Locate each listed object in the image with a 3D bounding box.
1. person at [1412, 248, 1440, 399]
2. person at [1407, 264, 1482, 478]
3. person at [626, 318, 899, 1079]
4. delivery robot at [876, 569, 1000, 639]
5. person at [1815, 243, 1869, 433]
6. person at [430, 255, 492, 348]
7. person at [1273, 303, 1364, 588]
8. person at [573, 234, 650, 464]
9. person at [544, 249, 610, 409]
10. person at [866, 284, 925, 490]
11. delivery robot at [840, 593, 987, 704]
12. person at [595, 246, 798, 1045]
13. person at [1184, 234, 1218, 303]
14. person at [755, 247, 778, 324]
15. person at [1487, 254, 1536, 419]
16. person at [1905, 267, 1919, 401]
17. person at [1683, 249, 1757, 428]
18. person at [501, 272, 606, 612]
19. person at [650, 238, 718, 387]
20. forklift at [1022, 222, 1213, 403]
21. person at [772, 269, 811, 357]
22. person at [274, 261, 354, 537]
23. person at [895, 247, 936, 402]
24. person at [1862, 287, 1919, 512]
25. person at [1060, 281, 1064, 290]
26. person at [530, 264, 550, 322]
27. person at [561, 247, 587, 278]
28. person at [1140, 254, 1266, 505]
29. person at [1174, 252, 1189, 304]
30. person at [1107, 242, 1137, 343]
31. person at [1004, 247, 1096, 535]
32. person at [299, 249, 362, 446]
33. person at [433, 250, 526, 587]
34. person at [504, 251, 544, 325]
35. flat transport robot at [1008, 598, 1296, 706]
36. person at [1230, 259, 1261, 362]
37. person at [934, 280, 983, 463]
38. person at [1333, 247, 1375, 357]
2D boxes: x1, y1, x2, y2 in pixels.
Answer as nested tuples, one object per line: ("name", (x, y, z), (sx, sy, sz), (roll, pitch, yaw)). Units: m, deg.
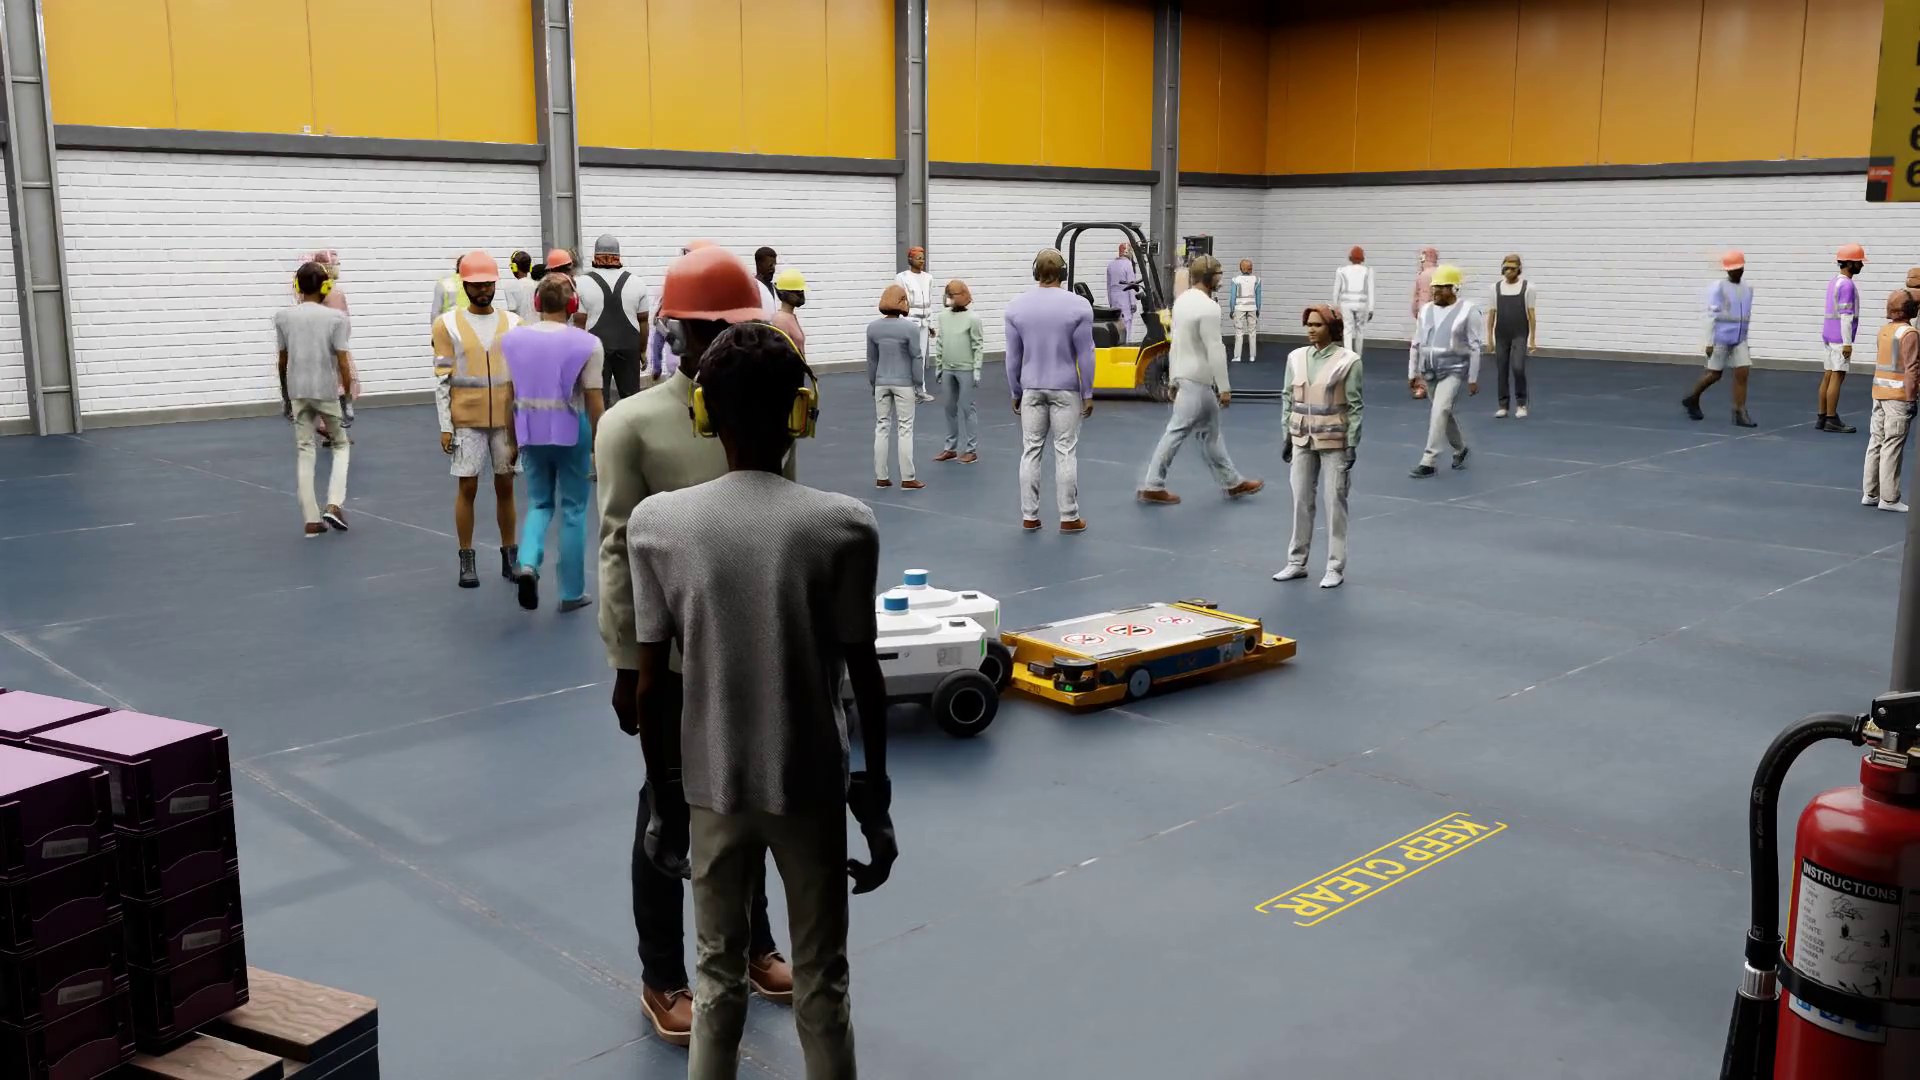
("person", (5.832, -2.708, 20.813), (0.398, 1.875, 0.796), (9, 14, 40))
("person", (4.131, -1.444, 14.124), (0.935, 1.791, 0.595), (-9, 14, -40))
("person", (-0.372, 0.509, 3.247), (0.509, 1.868, 0.328), (1, 10, 4))
("delivery robot", (-0.197, 0.373, 7.310), (0.707, 0.478, 0.477), (-4, 11, -23))
("person", (9.089, -2.074, 17.134), (0.357, 1.938, 0.542), (2, 11, 12))
("person", (-5.476, -2.231, 18.358), (0.677, 1.805, 0.468), (-8, 13, -37))
("person", (2.084, -0.545, 9.609), (0.514, 1.640, 0.315), (10, 15, 44))
("person", (-3.124, -1.703, 14.830), (0.688, 2.000, 0.535), (-4, 11, -22))
("person", (-4.101, -2.119, 17.546), (0.929, 1.873, 0.549), (2, 11, 12))
("person", (-0.510, -1.212, 13.258), (0.500, 1.636, 0.286), (5, 12, 27))
("delivery robot", (-0.262, 0.462, 6.824), (0.707, 0.478, 0.477), (-3, 11, -15))
("person", (-0.623, 0.263, 4.238), (0.392, 1.991, 0.625), (10, 14, 43))
("person", (4.194, -4.294, 28.951), (0.615, 2.043, 0.373), (3, 11, 17))
("person", (-1.903, -1.835, 15.904), (0.399, 1.913, 0.590), (2, 11, 10))
("person", (6.078, -2.232, 18.357), (0.528, 1.816, 0.475), (6, 12, 29))
("person", (11.557, -2.479, 20.173), (0.273, 1.632, 0.507), (9, 13, 39))
("person", (8.173, -2.167, 17.801), (0.564, 1.892, 0.891), (-3, 11, -18))
("person", (-2.157, -0.497, 8.819), (0.594, 1.832, 0.529), (2, 11, 11))
("person", (-2.129, -1.372, 13.146), (0.761, 1.997, 0.558), (4, 11, 20))
("forklift", (1.935, -2.847, 20.651), (2.313, 2.155, 1.214), (2, 11, 13))
("person", (-1.292, -1.177, 12.712), (0.329, 1.767, 0.528), (1, 10, 4))
("person", (-4.350, -0.948, 11.243), (0.538, 1.849, 0.459), (-1, 10, -5))
("person", (-0.538, -2.618, 20.252), (0.572, 1.883, 0.356), (-10, 14, -42))
("person", (6.886, -1.030, 12.247), (0.308, 1.645, 0.514), (1, 10, 4))
("person", (1.258, -3.024, 22.784), (0.327, 1.767, 0.533), (-3, 11, -16))
("person", (-4.864, -2.355, 19.320), (0.317, 1.696, 0.540), (1, 10, 5))
("person", (-4.256, -2.249, 18.216), (0.655, 1.885, 1.067), (6, 12, 30))
("person", (1.833, -1.192, 12.484), (1.042, 1.879, 0.648), (-2, 11, -11))
("person", (3.214, -3.112, 22.941), (0.954, 1.886, 0.606), (-4, 11, -21))
("person", (2.674, -3.881, 27.083), (0.401, 1.904, 0.650), (-7, 12, -33))
("person", (0.614, -1.000, 11.276), (0.632, 1.940, 0.372), (4, 11, 19))
("person", (-6.007, -1.823, 15.907), (0.645, 1.893, 0.422), (9, 14, 40))
("person", (-2.746, -0.698, 9.634), (0.545, 1.938, 0.355), (-6, 12, -29))
("person", (-4.452, -2.023, 17.059), (0.309, 1.864, 0.534), (8, 13, 37))
("flat transport robot", (0.834, 0.495, 7.675), (1.431, 0.197, 0.652), (-8, 13, -38))
("person", (4.550, -3.648, 26.529), (0.514, 1.641, 0.308), (-2, 11, -9))
("person", (-0.018, -1.495, 14.819), (0.541, 1.630, 0.292), (8, 13, 38))
("person", (6.004, -3.534, 25.392), (0.586, 1.834, 0.976), (1, 10, 7))
